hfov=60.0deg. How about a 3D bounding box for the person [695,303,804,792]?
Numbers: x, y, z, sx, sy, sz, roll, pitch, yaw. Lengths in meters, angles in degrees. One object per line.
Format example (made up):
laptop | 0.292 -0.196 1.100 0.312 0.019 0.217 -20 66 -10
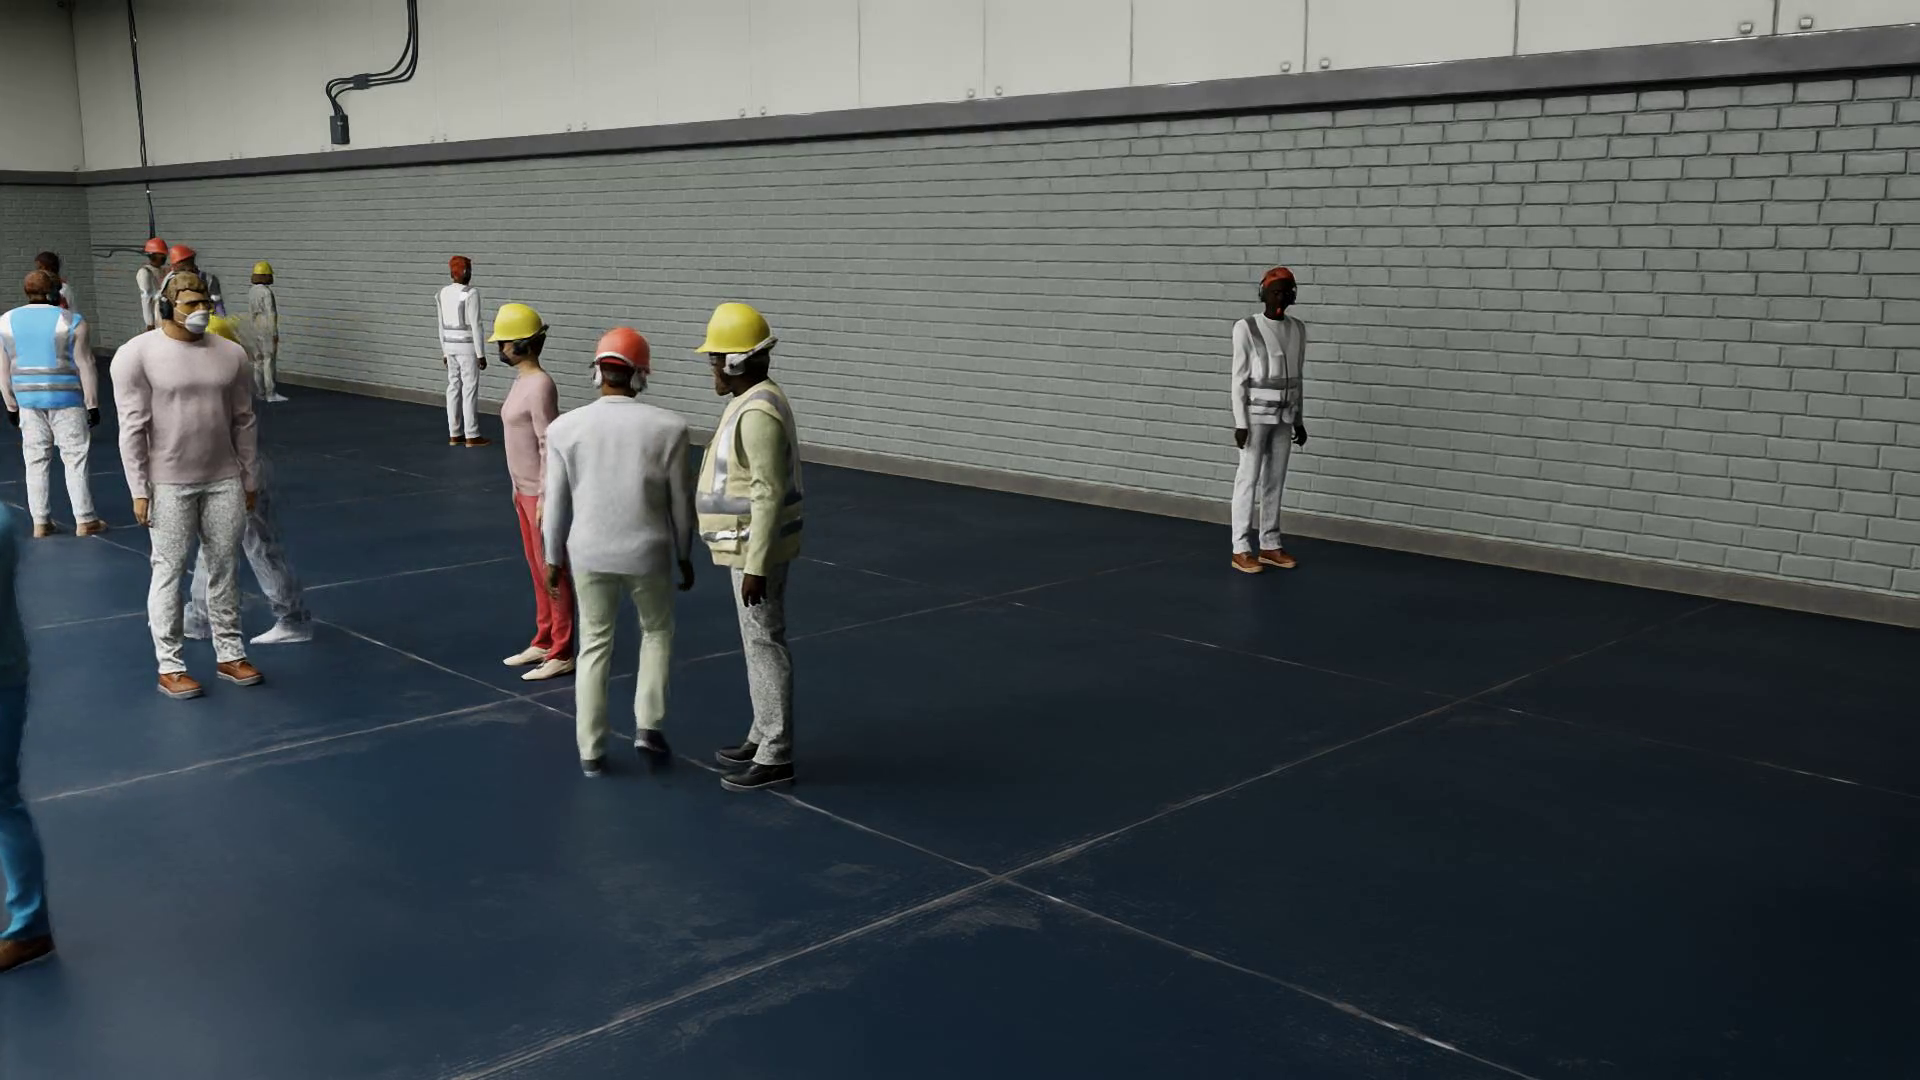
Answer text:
person | -0.789 0.028 6.266 0.403 1.828 0.594 -1 10 -8

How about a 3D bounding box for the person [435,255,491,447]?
person | -4.901 -1.854 16.405 0.575 1.880 0.359 7 12 33

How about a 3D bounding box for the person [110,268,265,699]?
person | -3.479 -0.257 7.560 0.363 1.932 0.629 8 13 38

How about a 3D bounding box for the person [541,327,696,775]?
person | -1.321 0.046 6.464 0.606 1.723 0.460 0 10 -1

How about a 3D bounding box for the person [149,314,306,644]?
person | -3.714 -0.274 8.303 0.814 1.692 0.512 -5 11 -25

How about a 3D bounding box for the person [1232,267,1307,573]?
person | 1.924 -0.745 10.336 0.575 1.883 0.362 -6 12 -31

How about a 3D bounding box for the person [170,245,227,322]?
person | -9.199 -2.580 20.123 0.647 1.976 1.006 -3 11 -13

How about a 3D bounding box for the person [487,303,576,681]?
person | -2.010 -0.222 7.814 0.329 1.764 0.524 -5 11 -25

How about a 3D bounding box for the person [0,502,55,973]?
person | -2.817 0.421 4.688 0.508 1.625 0.319 7 12 32

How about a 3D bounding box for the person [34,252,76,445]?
person | -8.954 -1.902 16.596 0.416 1.907 0.589 -6 12 -28

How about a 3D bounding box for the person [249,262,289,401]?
person | -8.713 -2.614 20.915 0.493 1.741 0.315 8 13 38

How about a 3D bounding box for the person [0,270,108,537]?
person | -6.271 -0.937 11.504 0.630 1.840 0.429 -1 10 -6

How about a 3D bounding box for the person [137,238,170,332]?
person | -10.189 -2.819 21.219 0.396 2.038 0.615 0 10 0
